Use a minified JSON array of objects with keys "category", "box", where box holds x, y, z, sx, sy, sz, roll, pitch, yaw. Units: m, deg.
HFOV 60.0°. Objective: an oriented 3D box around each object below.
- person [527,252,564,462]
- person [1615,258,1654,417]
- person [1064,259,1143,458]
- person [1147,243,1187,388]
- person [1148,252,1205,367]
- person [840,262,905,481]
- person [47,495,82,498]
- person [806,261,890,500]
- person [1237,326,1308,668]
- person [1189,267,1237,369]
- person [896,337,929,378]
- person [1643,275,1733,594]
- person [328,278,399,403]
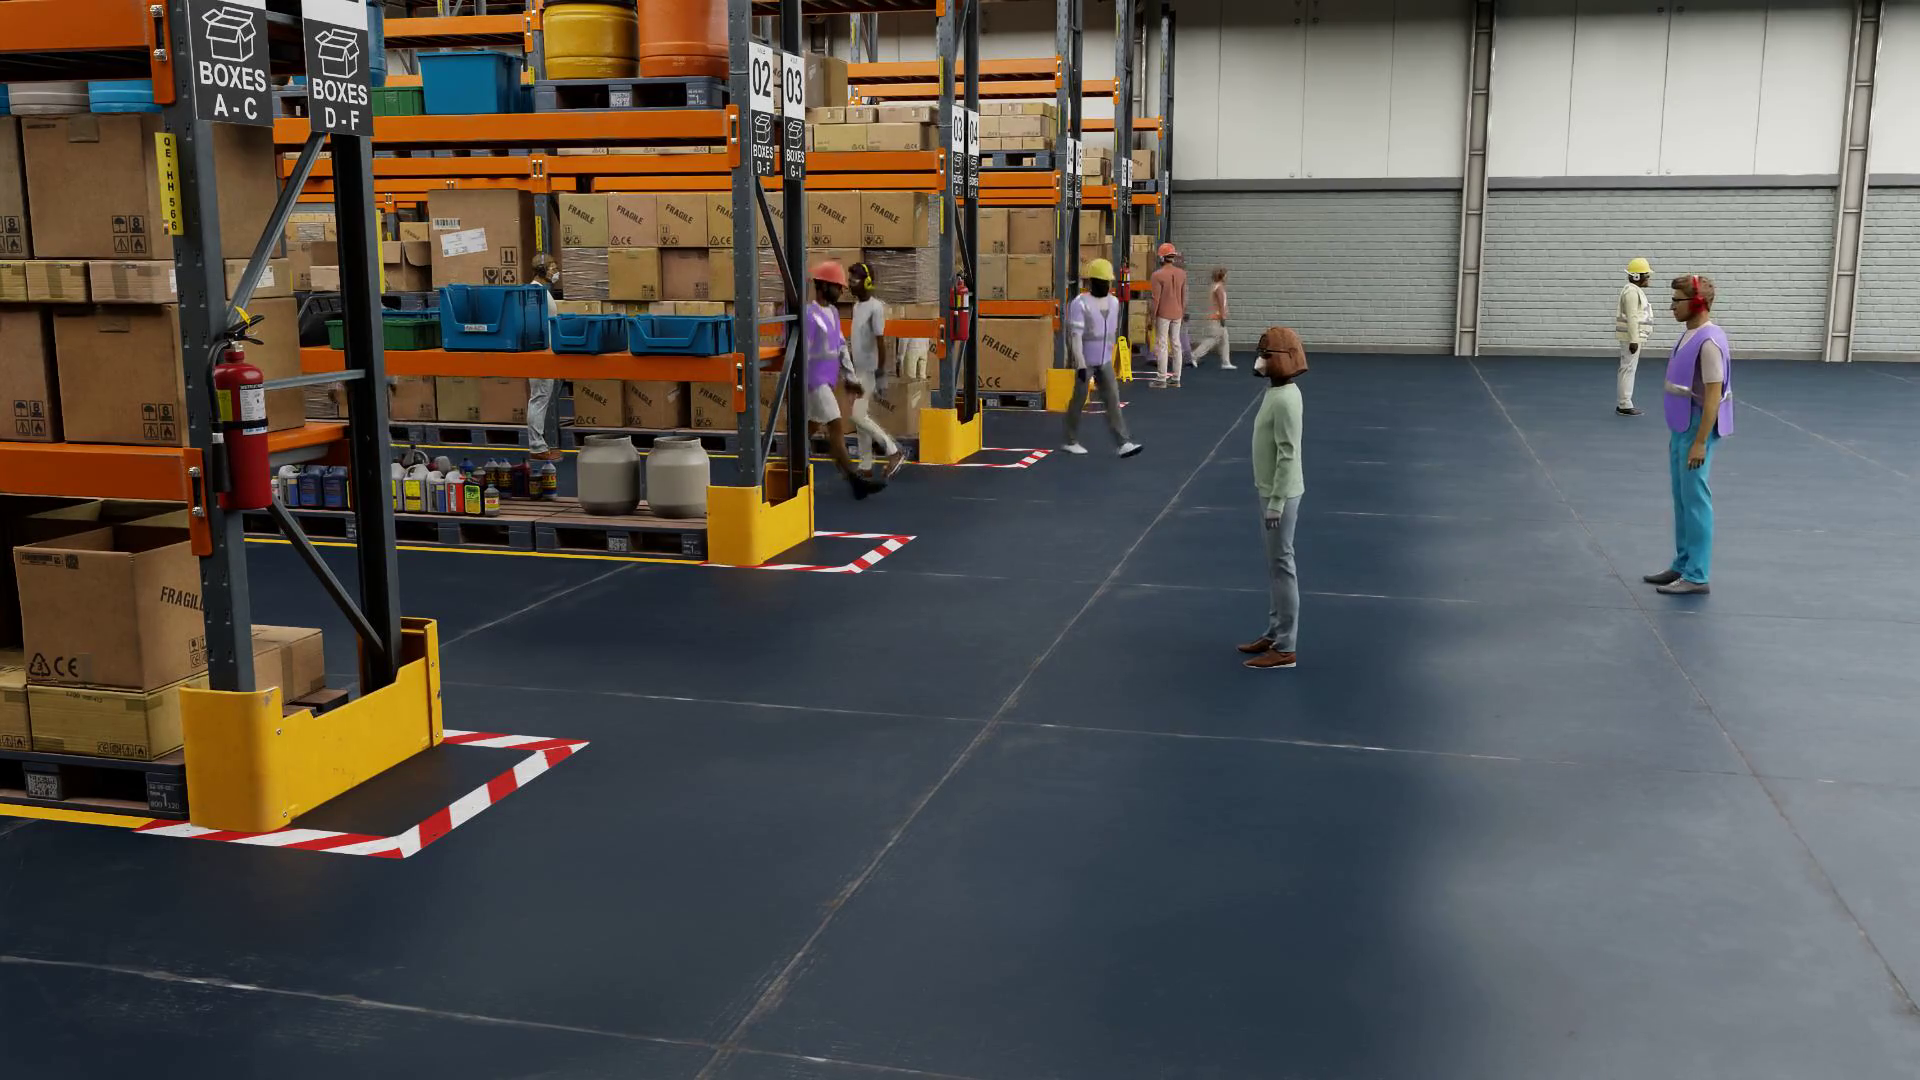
[{"category":"person","box":[-3.866,-1.682,15.382,0.376,1.931,0.625,-2,11,-13]},{"category":"person","box":[7.853,-2.359,19.384,0.403,1.833,0.586,3,11,18]},{"category":"person","box":[1.303,-1.697,15.628,0.599,1.859,1.003,-7,12,-33]},{"category":"person","box":[2.862,-3.103,23.053,0.611,1.996,0.378,-7,12,-32]},{"category":"person","box":[3.483,-3.716,26.844,0.989,1.862,0.669,-2,10,-9]},{"category":"person","box":[-0.788,-1.414,14.093,0.424,1.855,0.509,-4,11,-22]},{"category":"person","box":[-5.778,-0.722,10.888,0.654,1.609,0.528,1,10,5]},{"category":"person","box":[-1.027,-1.252,13.161,0.991,1.866,0.535,3,11,14]},{"category":"person","box":[1.507,-0.204,7.988,0.277,1.636,0.503,1,10,5]},{"category":"person","box":[4.027,-3.498,26.290,0.698,1.616,0.515,2,10,10]},{"category":"person","box":[-0.505,-1.974,17.803,0.277,1.633,0.507,7,12,35]},{"category":"person","box":[4.250,-0.602,9.622,0.375,1.840,0.570,2,10,11]},{"category":"person","box":[-4.934,-1.326,13.695,0.467,1.816,0.625,5,12,27]}]
